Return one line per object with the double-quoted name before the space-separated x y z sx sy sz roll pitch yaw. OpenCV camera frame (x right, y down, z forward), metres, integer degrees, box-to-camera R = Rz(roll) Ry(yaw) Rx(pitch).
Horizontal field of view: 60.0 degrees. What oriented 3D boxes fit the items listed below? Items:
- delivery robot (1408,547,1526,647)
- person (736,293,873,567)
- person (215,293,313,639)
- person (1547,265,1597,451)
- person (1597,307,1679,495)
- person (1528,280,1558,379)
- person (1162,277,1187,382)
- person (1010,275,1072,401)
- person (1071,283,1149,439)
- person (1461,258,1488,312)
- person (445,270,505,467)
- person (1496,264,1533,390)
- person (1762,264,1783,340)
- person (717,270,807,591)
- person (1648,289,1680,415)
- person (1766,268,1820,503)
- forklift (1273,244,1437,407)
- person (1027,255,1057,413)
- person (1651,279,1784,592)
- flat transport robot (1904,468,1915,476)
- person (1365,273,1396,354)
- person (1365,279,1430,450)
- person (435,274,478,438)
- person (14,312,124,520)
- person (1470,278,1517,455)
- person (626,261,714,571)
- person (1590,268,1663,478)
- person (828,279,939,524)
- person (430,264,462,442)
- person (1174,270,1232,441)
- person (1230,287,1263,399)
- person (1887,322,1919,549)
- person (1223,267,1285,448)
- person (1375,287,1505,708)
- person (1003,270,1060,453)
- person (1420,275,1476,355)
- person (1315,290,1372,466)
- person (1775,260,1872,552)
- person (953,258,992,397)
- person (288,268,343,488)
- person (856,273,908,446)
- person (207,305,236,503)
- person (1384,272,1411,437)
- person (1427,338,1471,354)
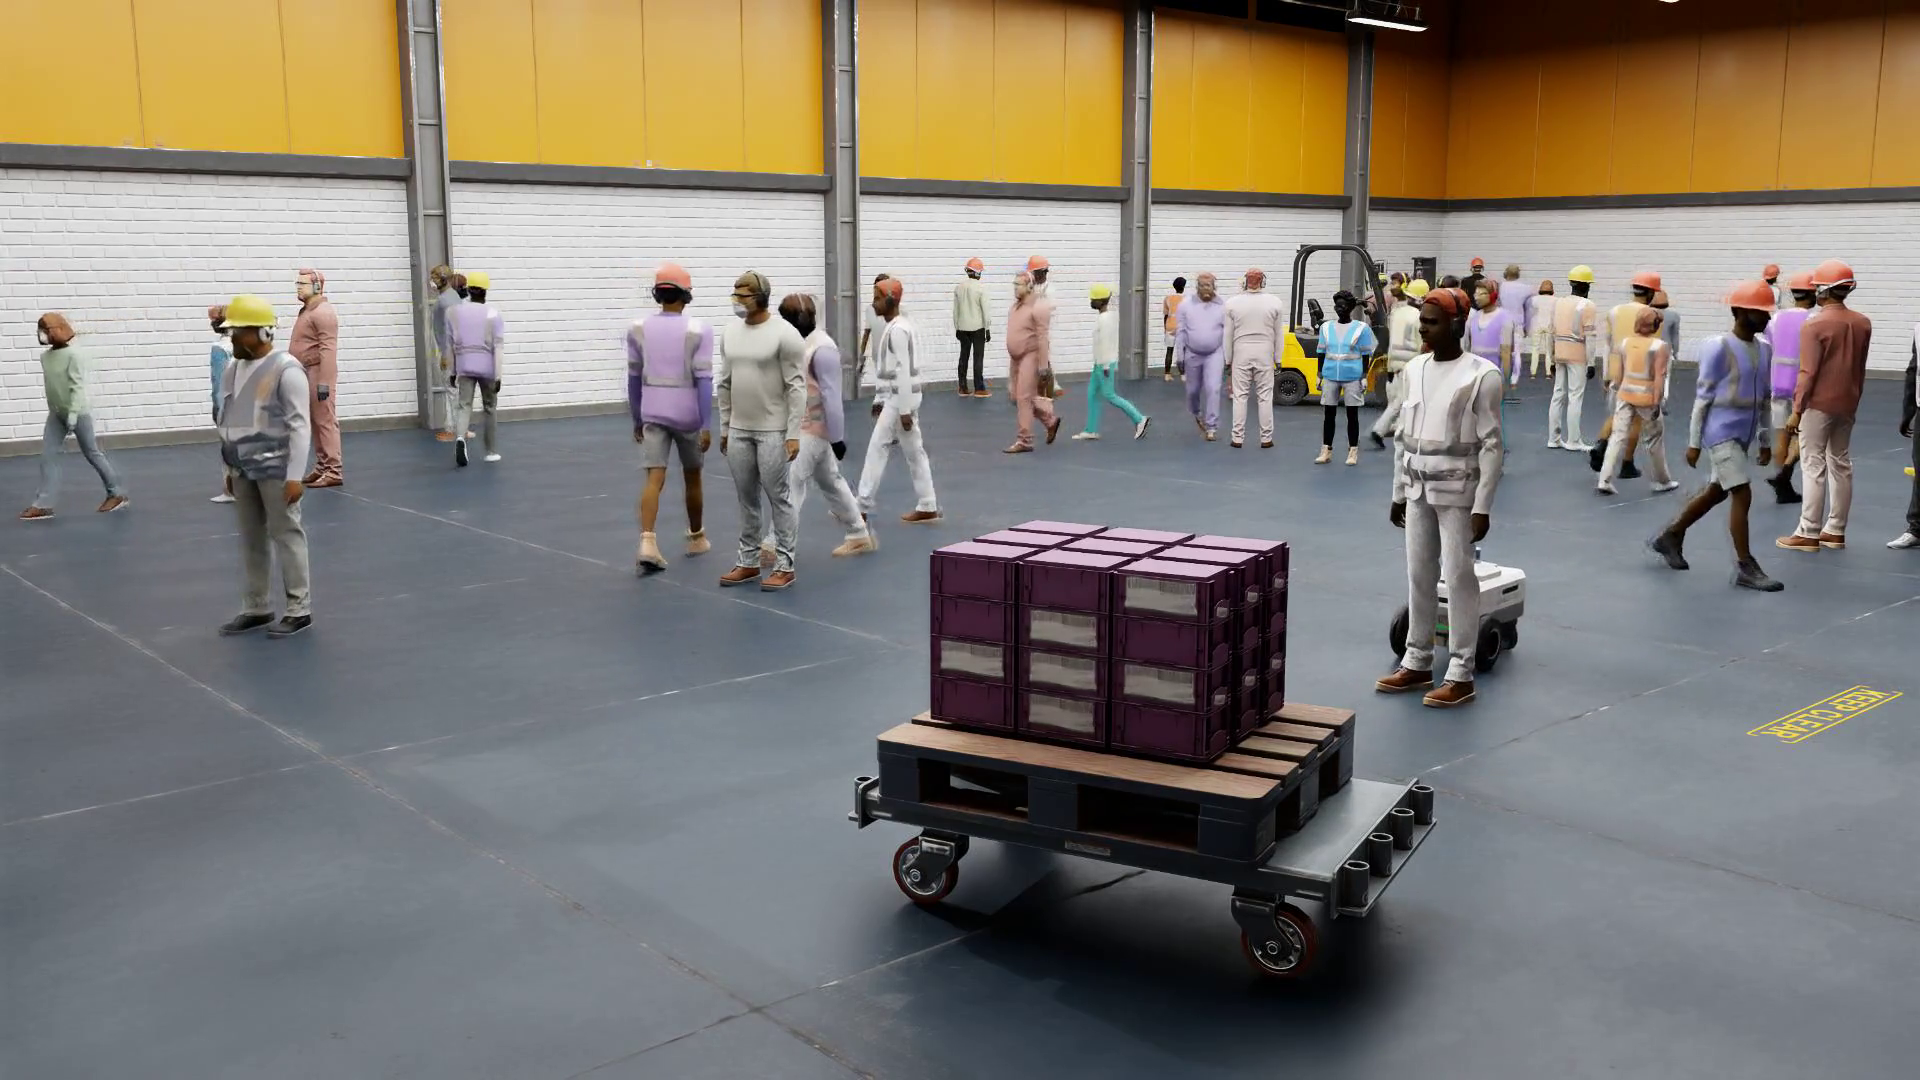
"delivery robot" 2.567 0.275 8.397 0.477 0.478 0.707 9 13 41
"person" -1.005 -0.729 10.989 1.003 1.786 0.617 -4 10 -22
"person" -3.710 -0.389 8.835 0.597 1.828 0.404 5 11 29
"person" 6.395 -1.889 17.330 0.382 1.924 0.594 -5 11 -25
"person" 5.767 -1.173 14.112 0.874 1.597 0.523 -6 11 -31
"person" 9.663 -3.478 27.513 0.500 1.627 0.272 3 10 16
"person" 3.513 -3.389 26.814 0.532 1.691 0.322 5 11 28
"person" 1.119 -2.892 23.232 0.941 1.905 0.632 -3 10 -15
"person" 1.656 -1.947 18.239 0.780 1.740 0.522 1 10 4
"person" 9.659 -4.286 31.184 0.621 1.991 0.396 0 10 -2
"person" -4.689 -1.657 16.077 0.588 1.895 0.824 0 10 -3
"person" 8.390 -3.255 25.442 0.655 1.884 1.013 1 10 6
"person" 13.448 -3.612 27.564 0.355 1.896 0.728 5 11 28
"person" -1.210 -0.658 10.093 0.633 1.936 0.355 6 12 33
"person" 8.716 -2.328 20.796 0.514 1.615 0.461 3 10 16
"person" 6.784 -1.236 13.520 0.457 1.921 0.558 -5 11 -29
"forklift" 5.256 -2.933 22.661 2.313 2.155 1.214 3 10 16
"person" 1.020 -2.631 21.367 0.392 2.034 0.605 -3 10 -17
"person" 4.749 -0.676 10.368 0.552 1.895 0.983 -6 11 -30
"flat transport robot" 9.305 -0.630 14.802 1.431 0.197 0.652 1 10 5
"person" 6.731 -3.409 26.700 0.523 1.769 0.316 -2 10 -13
"person" 4.642 -1.823 17.366 0.899 1.796 0.594 -3 10 -15
"person" -5.582 -2.028 18.440 0.438 1.827 0.637 -2 10 -12
"person" -6.941 -0.972 12.937 0.512 1.589 0.849 4 11 24
"person" 4.837 -1.471 15.190 0.436 1.829 0.565 -4 10 -20
"person" -1.897 -0.813 10.848 0.620 2.000 1.027 1 10 8
"person" 6.044 -1.489 15.033 0.558 1.913 0.566 -7 12 -37
"person" -0.580 -1.019 12.480 0.914 1.844 0.604 0 10 2
"person" -5.605 -2.043 18.204 0.372 1.940 0.632 -3 10 -15
"person" 2.716 -2.061 18.516 0.669 1.873 0.795 2 10 12
"person" 4.045 -2.864 23.607 0.507 1.732 0.533 -3 10 -18
"person" 6.706 -0.852 11.323 0.406 1.926 0.605 -5 11 -29
"person" 3.092 -1.916 17.551 0.643 1.908 0.410 1 10 8
"person" 2.173 -0.190 7.511 0.337 1.882 0.584 -5 11 -29
"person" 0.750 -1.850 17.251 0.709 1.887 0.652 -5 11 -28
"person" 4.604 -1.578 15.752 0.533 1.844 0.494 -2 10 -13
"person" 3.697 -1.562 16.092 0.540 1.695 0.314 6 11 30
"person" 5.936 -0.914 11.424 0.611 1.996 0.379 -4 11 -24
"person" 0.194 -3.050 23.931 0.623 1.992 0.397 7 12 36
"person" -5.676 -1.419 14.623 0.410 1.913 0.651 -6 12 -33
"person" -0.837 -1.868 17.492 0.511 1.836 0.797 6 11 30
"person" -5.923 -1.108 13.611 0.455 1.624 0.537 1 10 4
"person" 4.939 -2.053 18.513 0.533 1.851 0.541 -2 10 -14
"person" 4.939 -1.642 16.813 0.526 1.610 0.768 -1 10 -8
